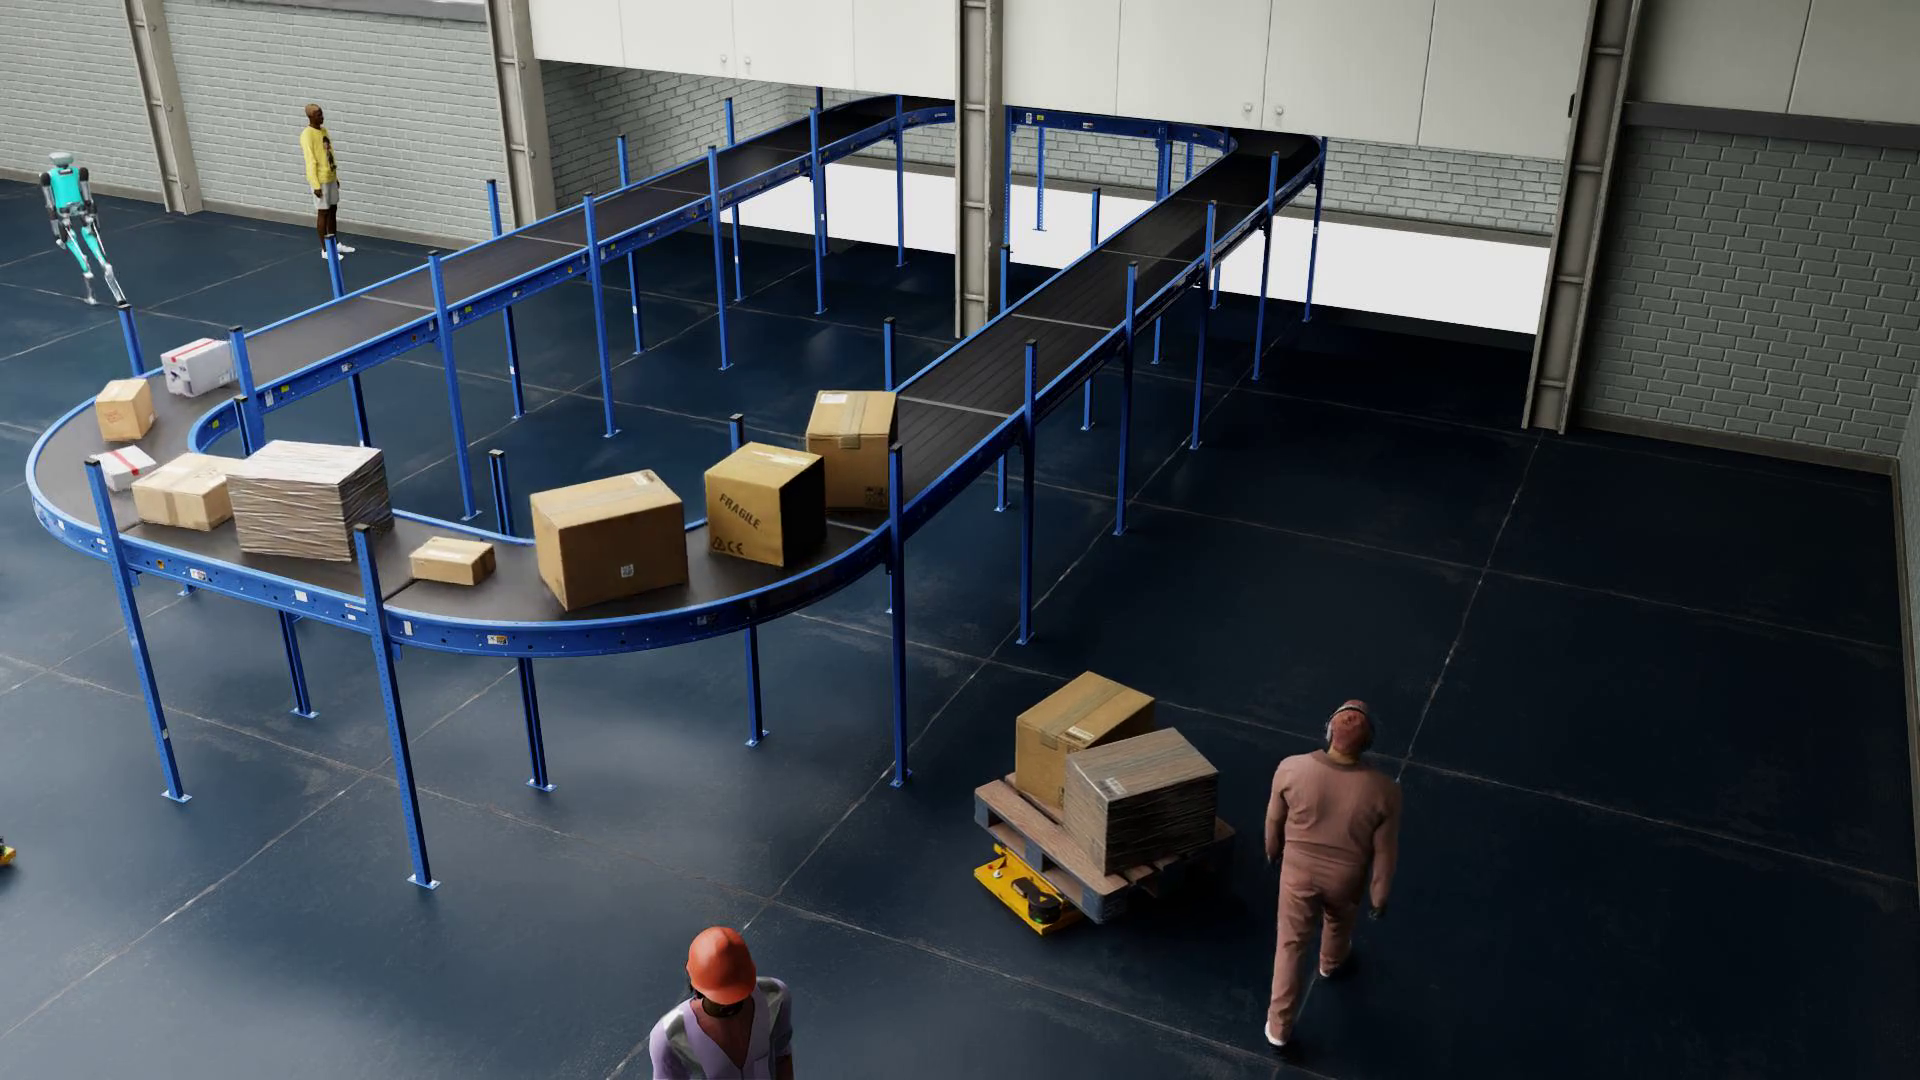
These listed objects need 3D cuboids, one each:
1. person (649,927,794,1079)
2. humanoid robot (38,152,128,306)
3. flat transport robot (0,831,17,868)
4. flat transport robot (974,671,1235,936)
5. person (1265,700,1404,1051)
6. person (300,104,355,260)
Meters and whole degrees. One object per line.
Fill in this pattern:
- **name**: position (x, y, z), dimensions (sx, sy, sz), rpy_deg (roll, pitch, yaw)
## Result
- **person**: position (-0.903, 2.384, 6.681), dimensions (0.610, 2.043, 0.372), rpy_deg (-18, 31, -32)
- **humanoid robot**: position (-9.815, -3.419, 18.752), dimensions (0.932, 1.797, 0.560), rpy_deg (20, 33, 35)
- **flat transport robot**: position (-6.369, 1.849, 9.751), dimensions (1.431, 0.231, 0.659), rpy_deg (8, 28, 16)
- **flat transport robot**: position (0.844, 1.828, 9.793), dimensions (1.431, 0.231, 0.659), rpy_deg (-17, 31, -31)
- **person**: position (1.846, 1.651, 8.374), dimensions (0.668, 1.867, 0.971), rpy_deg (9, 28, 17)
- **person**: position (-7.878, -4.443, 20.595), dimensions (0.368, 1.898, 0.555), rpy_deg (3, 27, 6)
